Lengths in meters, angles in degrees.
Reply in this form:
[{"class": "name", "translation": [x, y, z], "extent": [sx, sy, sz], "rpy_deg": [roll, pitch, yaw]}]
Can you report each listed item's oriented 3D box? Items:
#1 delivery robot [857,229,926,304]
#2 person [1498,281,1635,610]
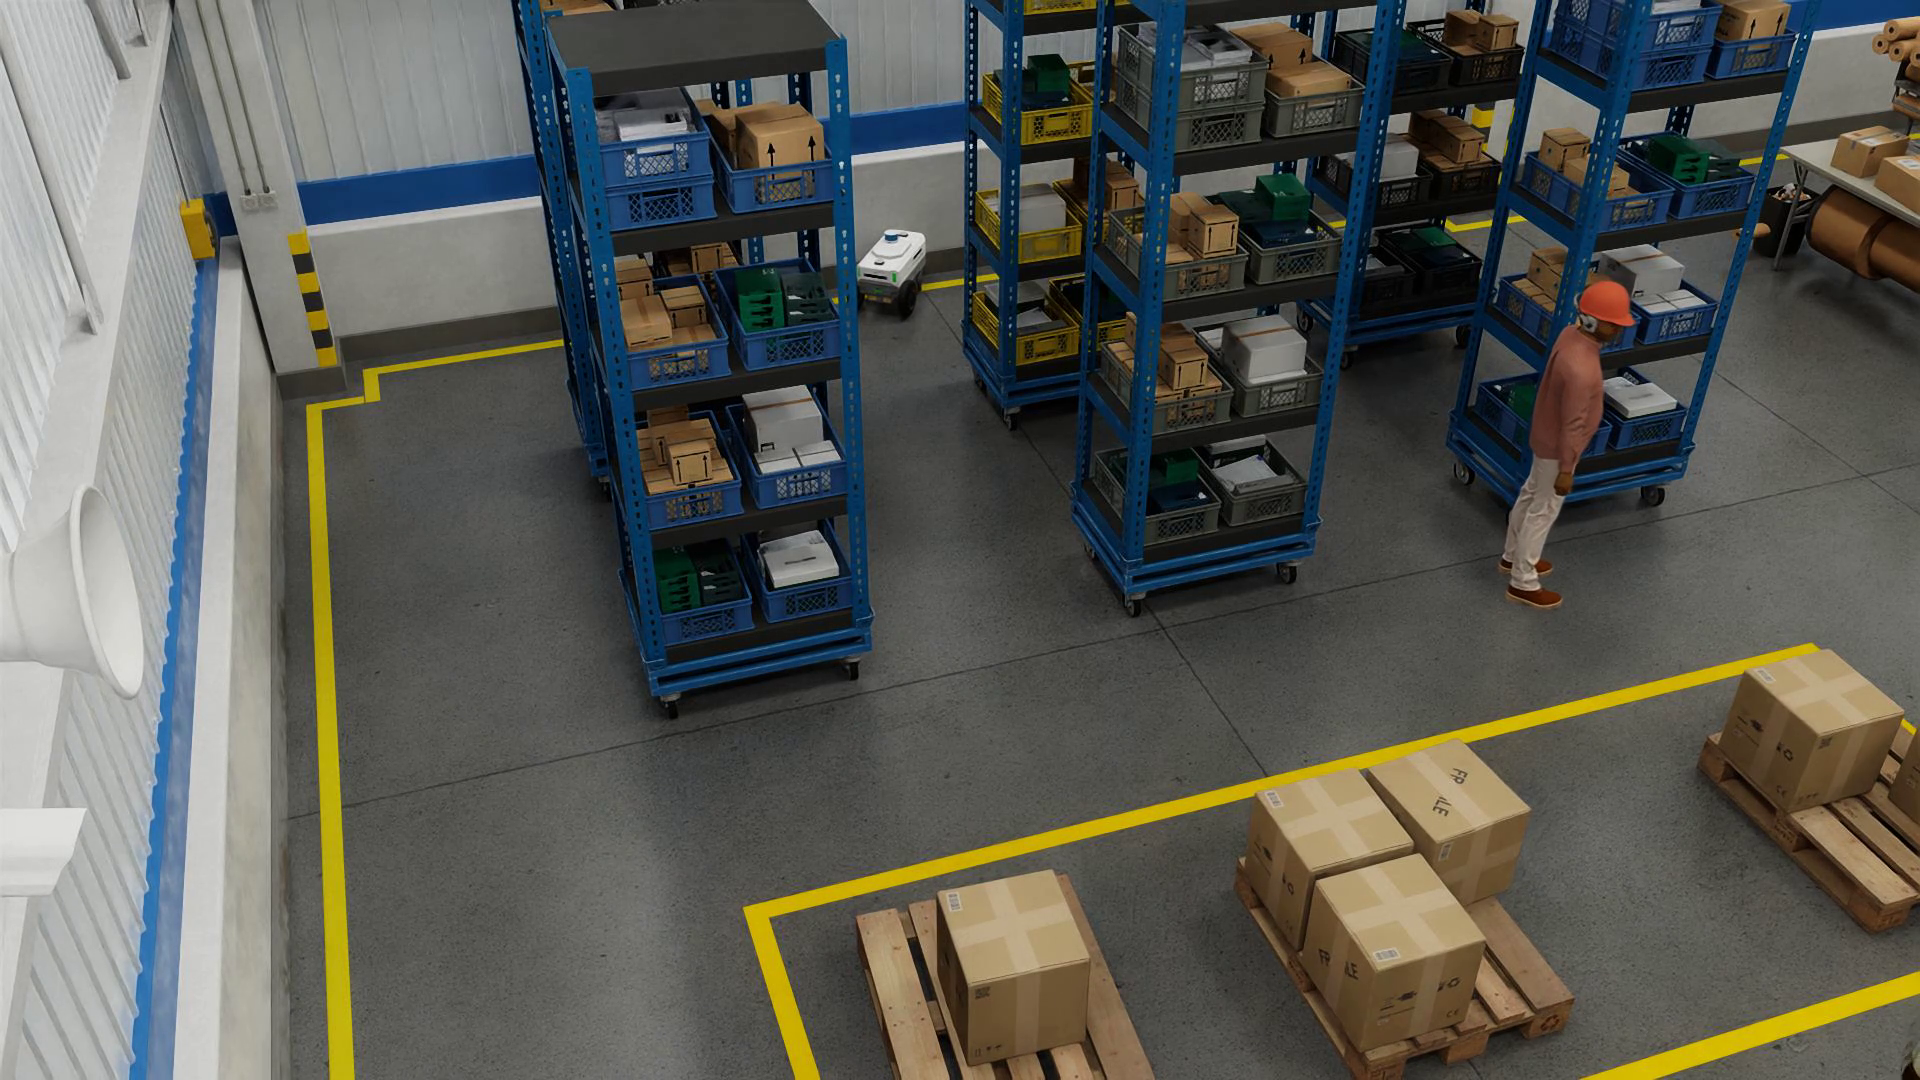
[{"class": "delivery robot", "translation": [-0.521, -2.139, 12.741], "extent": [0.477, 0.478, 0.707], "rpy_deg": [11, 37, 15]}, {"class": "person", "translation": [3.385, -0.543, 9.321], "extent": [0.395, 1.988, 0.614], "rpy_deg": [6, 36, 9]}]
